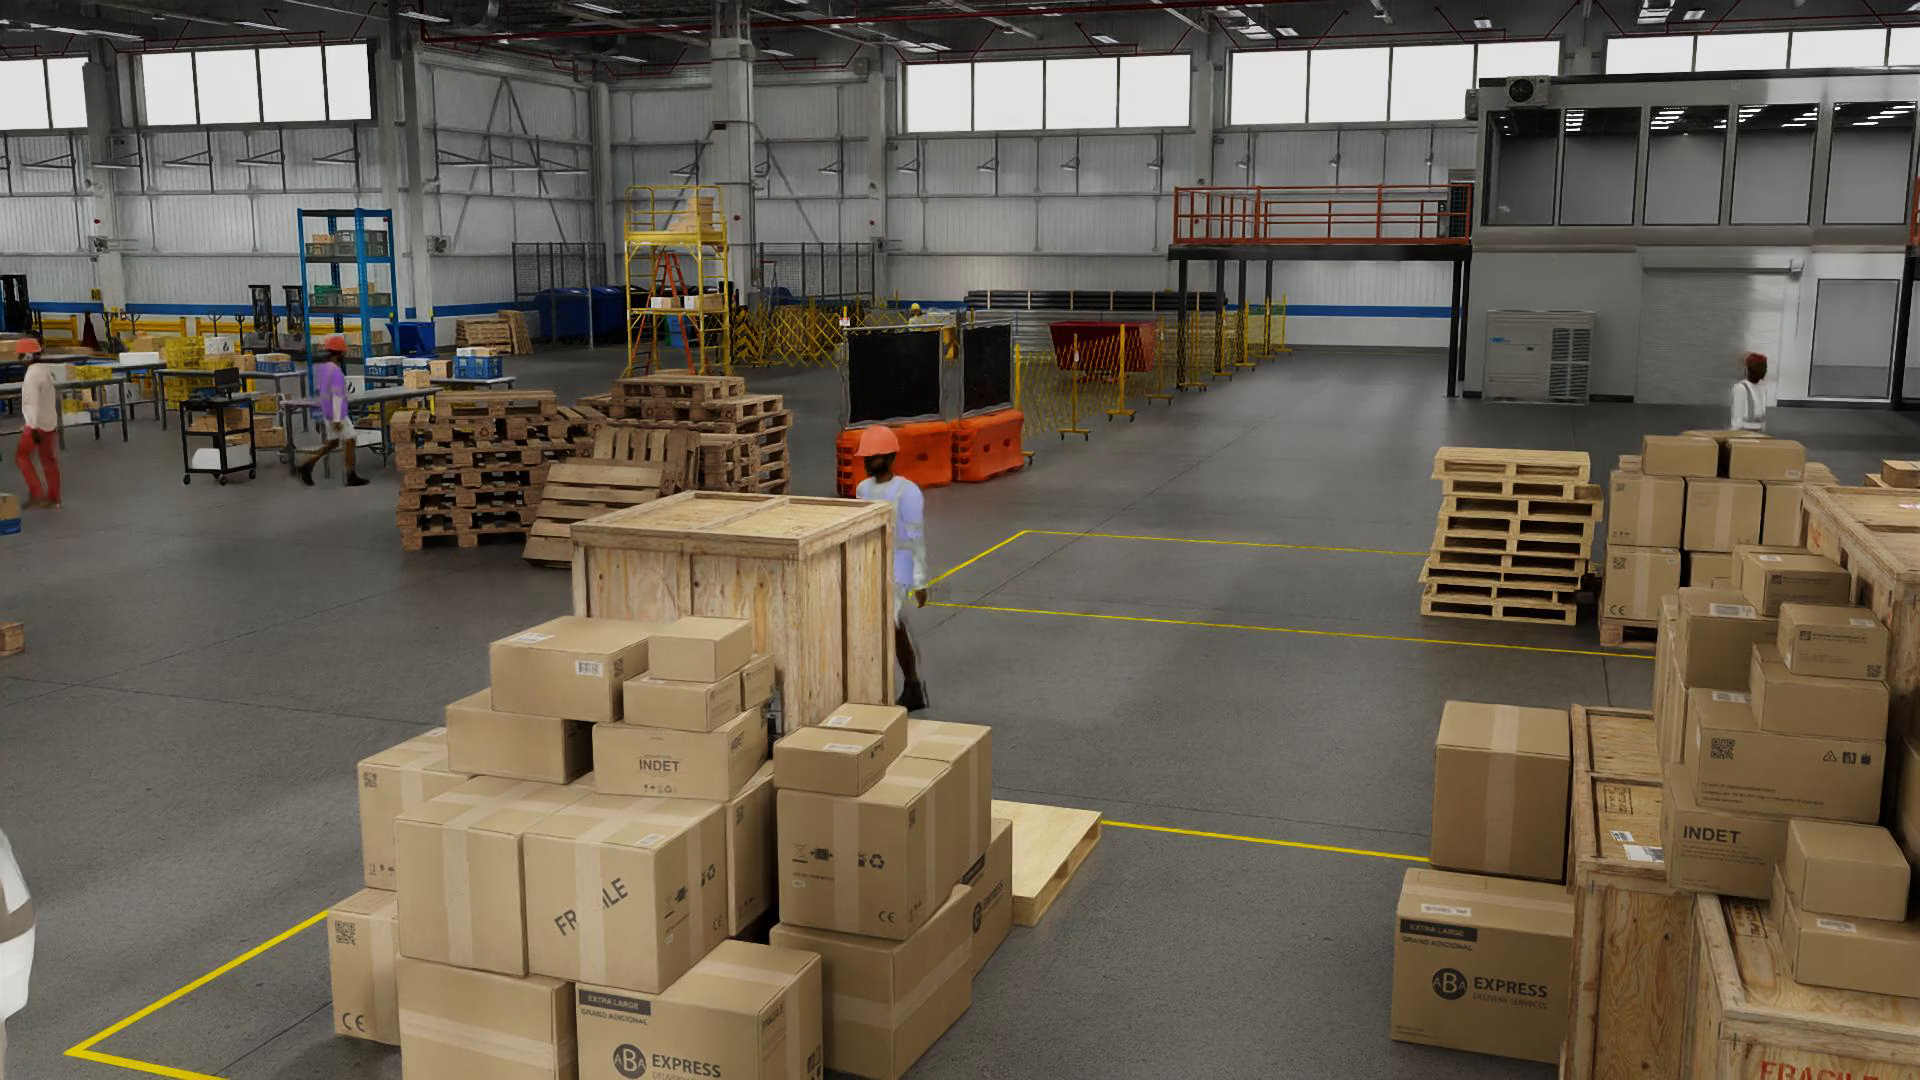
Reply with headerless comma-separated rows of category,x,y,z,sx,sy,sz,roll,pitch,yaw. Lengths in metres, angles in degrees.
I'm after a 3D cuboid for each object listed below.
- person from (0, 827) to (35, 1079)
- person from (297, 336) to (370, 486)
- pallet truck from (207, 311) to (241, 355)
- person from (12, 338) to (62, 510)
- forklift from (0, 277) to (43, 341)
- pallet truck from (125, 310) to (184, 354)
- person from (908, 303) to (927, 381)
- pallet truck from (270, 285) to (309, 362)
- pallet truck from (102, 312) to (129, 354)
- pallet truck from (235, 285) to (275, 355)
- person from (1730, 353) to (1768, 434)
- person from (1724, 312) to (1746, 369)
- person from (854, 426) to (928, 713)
person,-2.728,1.256,4.575,0.367,1.966,0.606,-5,11,-28
person,-7.862,-1.588,20.763,0.774,1.907,0.554,-9,13,-41
pallet truck,-19.537,-5.575,44.913,0.653,1.274,1.630,3,11,19
person,-10.653,-1.324,19.081,0.557,1.977,0.632,-1,10,-8
forklift,-27.151,-6.329,46.328,1.157,1.987,2.680,3,11,17
pallet truck,-22.038,-5.665,45.457,0.704,1.261,1.522,3,11,17
person,-0.970,-4.424,37.202,0.484,1.741,0.302,-9,13,-41
pallet truck,-17.147,-5.700,43.663,0.823,1.965,1.885,3,11,17
pallet truck,-23.057,-5.777,46.261,0.680,1.201,1.601,3,11,19
pallet truck,-18.327,-5.835,44.421,0.823,1.965,1.885,4,11,23
person,8.607,-1.126,18.289,0.577,1.870,0.576,-7,12,-36
person,18.273,-4.728,39.213,0.494,1.624,0.279,5,11,26
person,-0.558,0.234,10.527,0.942,1.893,0.566,-10,14,-43
